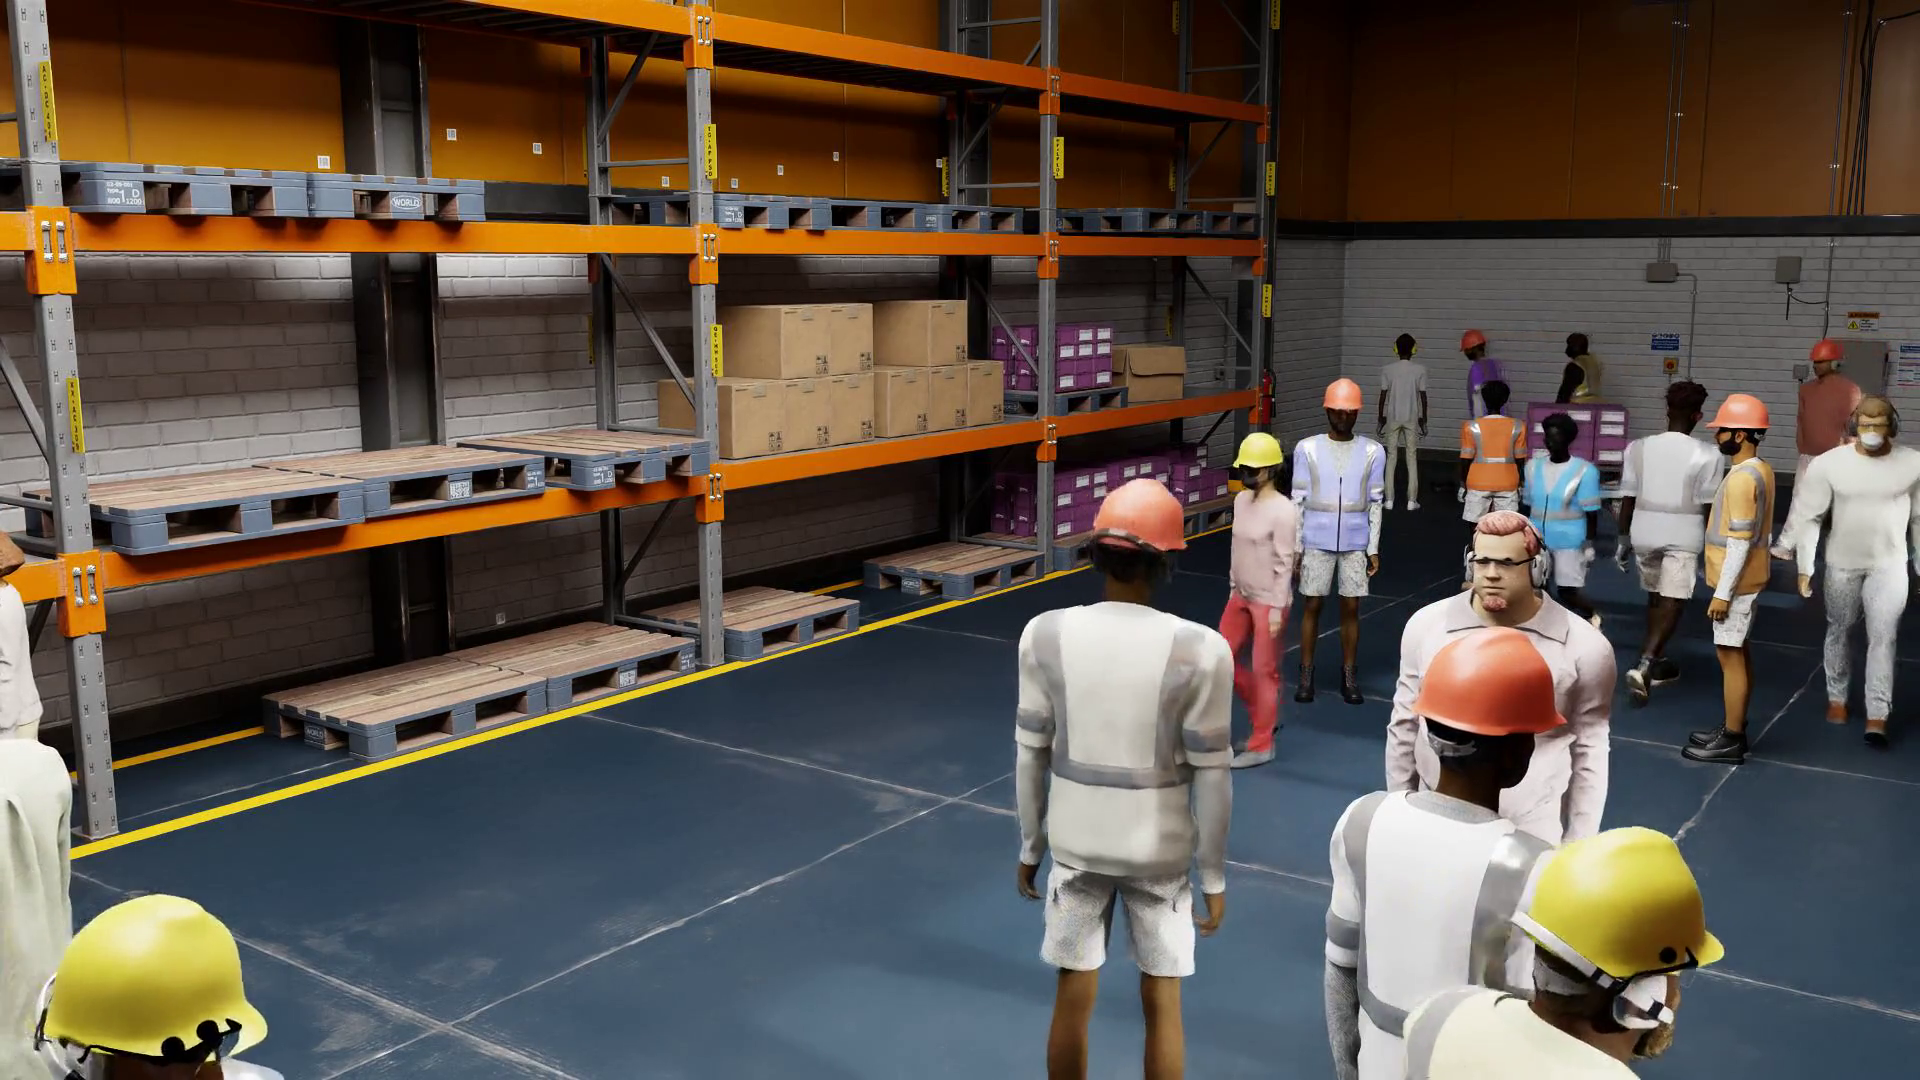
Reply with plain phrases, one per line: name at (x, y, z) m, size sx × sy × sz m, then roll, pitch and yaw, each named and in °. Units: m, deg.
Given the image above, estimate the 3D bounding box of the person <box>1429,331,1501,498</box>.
person at (5.652, -1.342, 18.149) m, size 0.989 × 1.859 × 0.558 m, roll 9°, pitch 13°, yaw 42°

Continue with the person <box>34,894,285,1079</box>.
person at (-1.095, 1.356, 2.299) m, size 0.853 × 1.787 × 0.605 m, roll 4°, pitch 11°, yaw 25°

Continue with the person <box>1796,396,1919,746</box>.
person at (4.950, 0.164, 9.120) m, size 0.674 × 1.885 × 0.992 m, roll 5°, pitch 11°, yaw 27°

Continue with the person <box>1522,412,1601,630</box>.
person at (3.898, 0.000, 10.726) m, size 0.599 × 1.678 × 0.542 m, roll -8°, pitch 12°, yaw -39°

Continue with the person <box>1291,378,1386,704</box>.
person at (2.234, 0.011, 9.872) m, size 0.545 × 1.942 × 0.349 m, roll 1°, pitch 10°, yaw 6°

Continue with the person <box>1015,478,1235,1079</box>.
person at (0.457, 0.847, 4.642) m, size 0.613 × 2.032 × 0.458 m, roll 3°, pitch 10°, yaw 19°

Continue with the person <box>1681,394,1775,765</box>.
person at (4.040, 0.207, 8.714) m, size 0.354 × 1.939 × 0.544 m, roll 6°, pitch 11°, yaw 32°

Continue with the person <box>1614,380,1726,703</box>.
person at (4.232, 0.001, 9.995) m, size 0.945 × 1.931 × 0.597 m, roll -9°, pitch 13°, yaw -44°

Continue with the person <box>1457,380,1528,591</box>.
person at (4.189, -0.413, 13.117) m, size 0.531 × 1.698 × 0.320 m, roll 1°, pitch 10°, yaw 4°

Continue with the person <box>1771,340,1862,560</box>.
person at (7.567, -0.778, 14.584) m, size 1.051 × 1.941 × 0.628 m, roll -5°, pitch 11°, yaw -28°

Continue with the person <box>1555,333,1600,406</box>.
person at (6.877, -1.420, 18.796) m, size 0.864 × 1.803 × 0.640 m, roll 7°, pitch 12°, yaw 34°

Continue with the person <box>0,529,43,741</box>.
person at (-3.766, 0.726, 6.550) m, size 0.270 × 1.627 × 0.503 m, roll -6°, pitch 11°, yaw -34°

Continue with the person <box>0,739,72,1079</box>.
person at (-2.016, 1.077, 3.378) m, size 0.390 × 1.989 × 0.610 m, roll 0°, pitch 10°, yaw 0°

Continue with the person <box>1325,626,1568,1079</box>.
person at (0.981, 1.121, 3.270) m, size 0.369 × 1.935 × 0.552 m, roll -7°, pitch 12°, yaw -38°

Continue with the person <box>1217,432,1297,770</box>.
person at (1.527, 0.316, 8.574) m, size 0.350 × 1.753 × 0.553 m, roll -4°, pitch 10°, yaw -23°

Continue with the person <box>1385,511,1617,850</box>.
person at (1.565, 0.858, 4.930) m, size 0.639 × 1.908 × 0.409 m, roll 5°, pitch 11°, yaw 28°

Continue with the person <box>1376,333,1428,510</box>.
person at (4.673, -1.243, 17.576) m, size 0.535 × 1.861 × 0.309 m, roll 3°, pitch 10°, yaw 16°

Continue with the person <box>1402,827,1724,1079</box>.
person at (0.910, 1.307, 2.512) m, size 0.429 × 1.817 × 0.613 m, roll -3°, pitch 10°, yaw -19°
